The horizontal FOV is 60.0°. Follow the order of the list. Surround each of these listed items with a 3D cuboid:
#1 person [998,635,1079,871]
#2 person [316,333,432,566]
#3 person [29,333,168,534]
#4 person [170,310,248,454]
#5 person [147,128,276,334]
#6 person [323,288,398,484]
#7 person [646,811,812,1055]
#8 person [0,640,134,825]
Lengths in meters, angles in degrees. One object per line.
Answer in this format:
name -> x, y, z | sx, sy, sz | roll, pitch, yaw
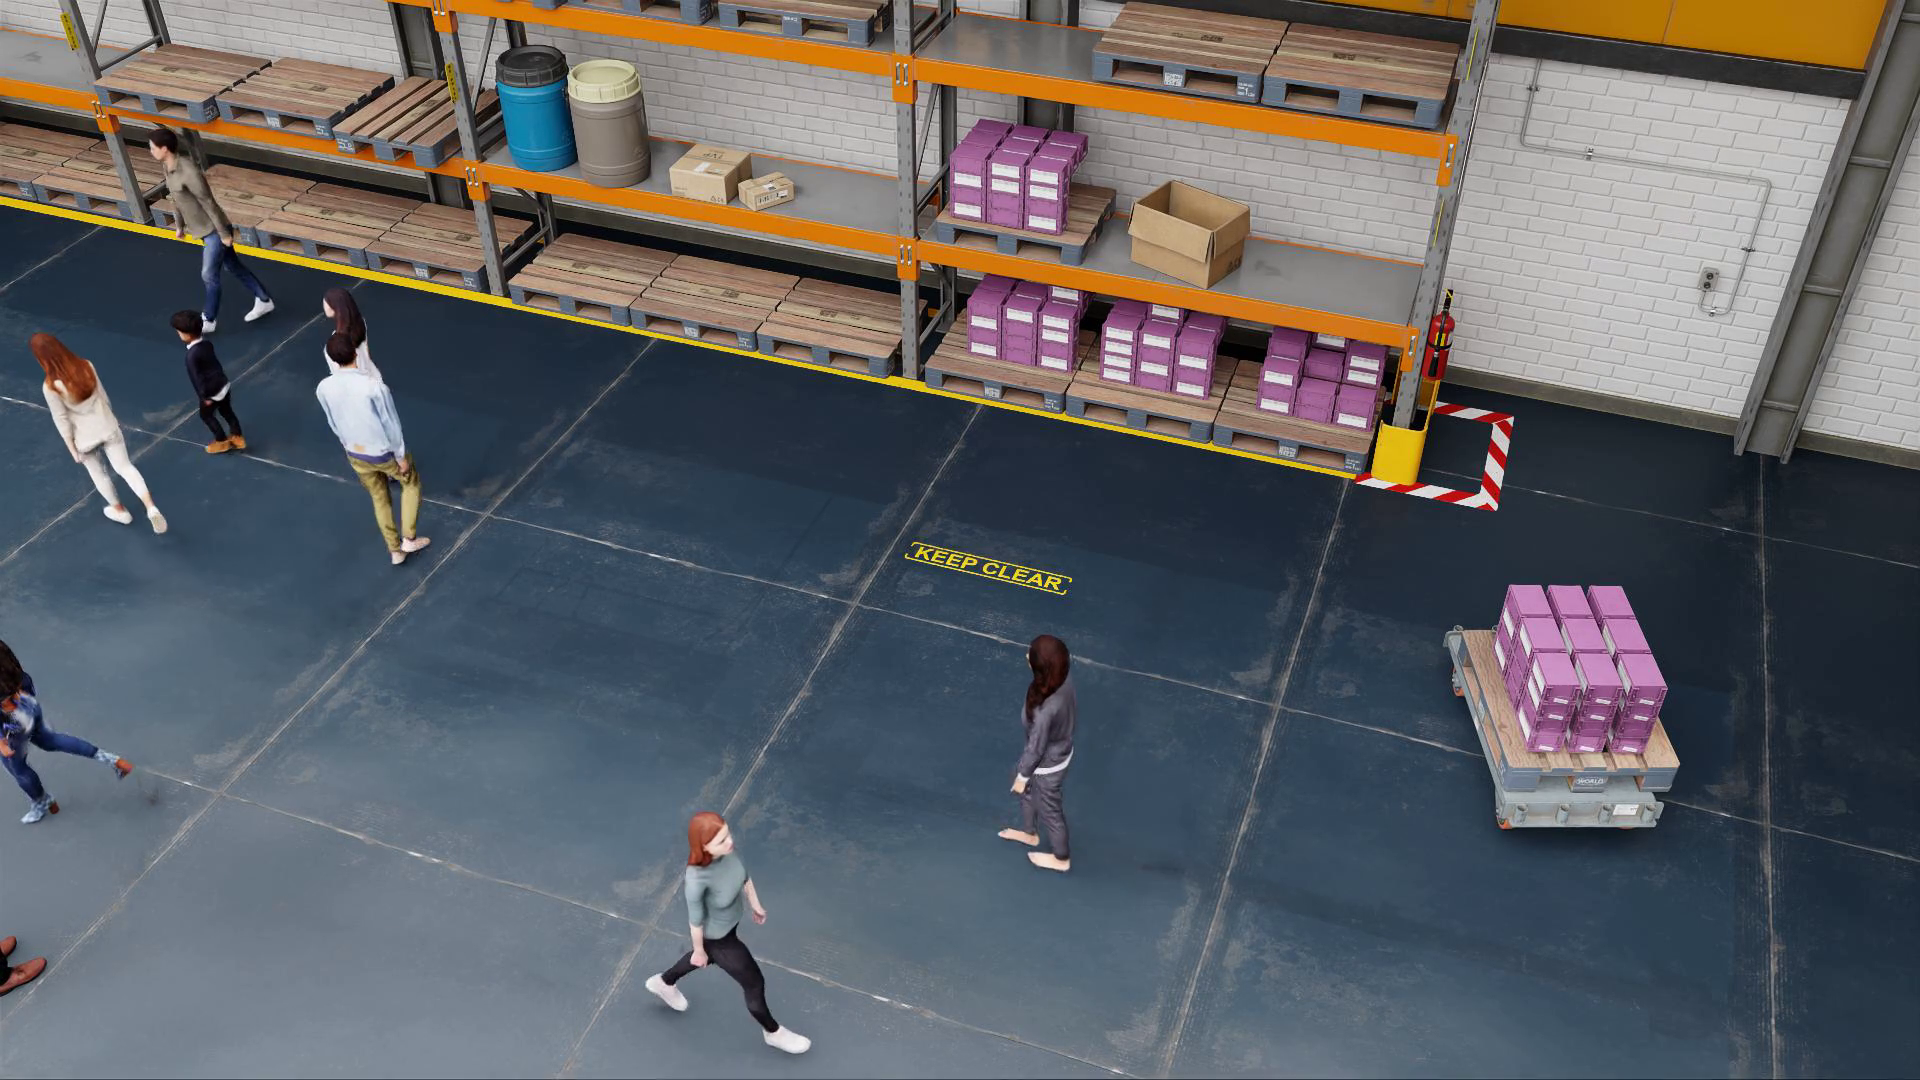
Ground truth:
person -> 0.571, 1.224, 9.310 | 0.715, 1.756, 0.675 | 8, 39, 10
person -> -4.093, -0.563, 11.515 | 0.630, 1.798, 0.808 | 8, 39, 10
person -> -6.094, -0.722, 11.808 | 1.025, 1.680, 0.780 | 26, 45, 29
person -> -5.704, -1.202, 12.784 | 0.578, 1.211, 0.571 | 4, 39, 4
person -> -6.257, -2.644, 14.115 | 1.146, 1.804, 1.109 | 30, 47, 32
person -> -4.334, -1.084, 12.265 | 0.692, 1.676, 0.676 | 4, 39, 5
person -> -1.275, 1.953, 8.436 | 1.176, 1.707, 0.625 | 10, 40, 12
person -> -5.407, 1.047, 9.656 | 1.045, 1.601, 0.921 | -5, 39, -6
